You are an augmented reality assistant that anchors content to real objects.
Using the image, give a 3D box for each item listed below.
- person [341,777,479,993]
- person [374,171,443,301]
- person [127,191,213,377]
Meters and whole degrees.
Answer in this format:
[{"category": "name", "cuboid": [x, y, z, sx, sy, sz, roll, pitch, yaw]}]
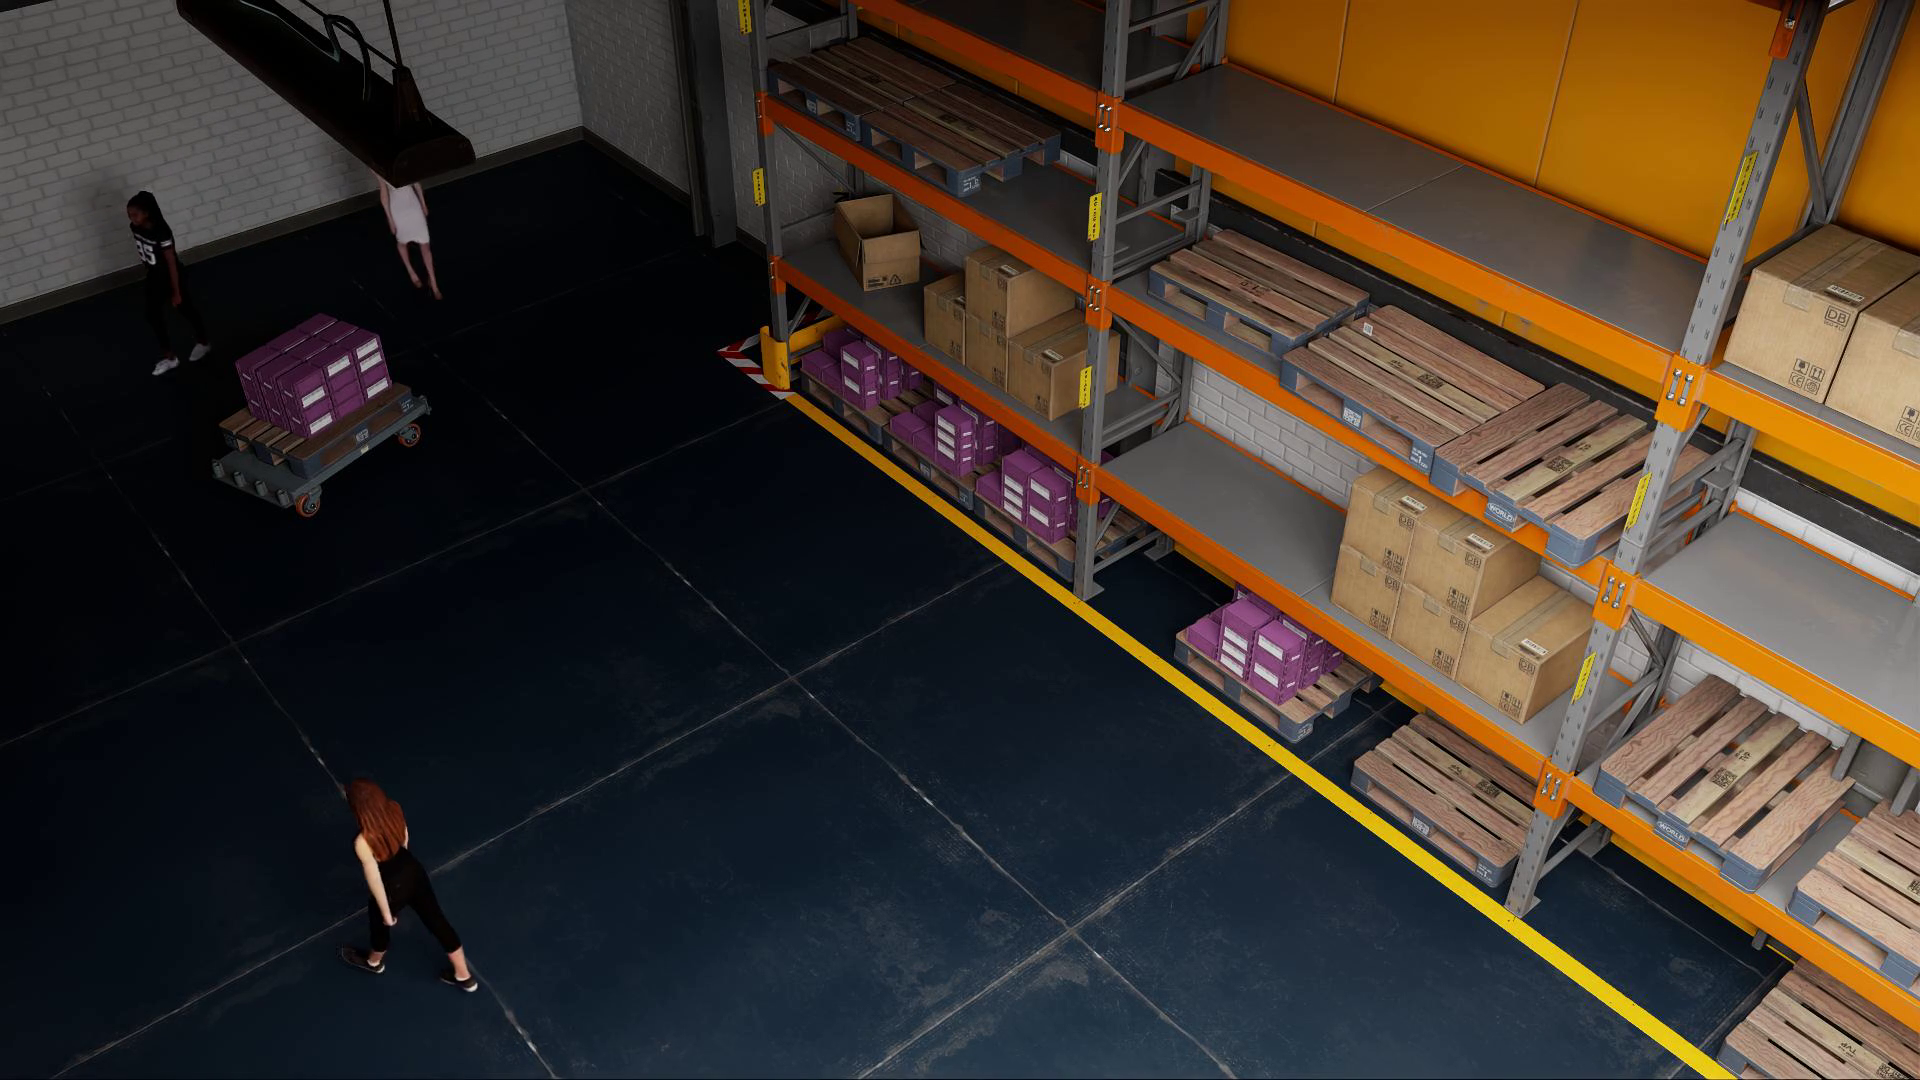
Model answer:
[{"category": "person", "cuboid": [-3.150, 2.038, 9.570, 1.163, 1.686, 0.912, 15, 41, 17]}, {"category": "person", "cuboid": [-5.390, -3.189, 16.047, 0.609, 1.771, 0.793, -26, 45, -29]}, {"category": "person", "cuboid": [-7.125, -2.389, 15.092, 0.926, 1.715, 0.909, 15, 41, 18]}]
